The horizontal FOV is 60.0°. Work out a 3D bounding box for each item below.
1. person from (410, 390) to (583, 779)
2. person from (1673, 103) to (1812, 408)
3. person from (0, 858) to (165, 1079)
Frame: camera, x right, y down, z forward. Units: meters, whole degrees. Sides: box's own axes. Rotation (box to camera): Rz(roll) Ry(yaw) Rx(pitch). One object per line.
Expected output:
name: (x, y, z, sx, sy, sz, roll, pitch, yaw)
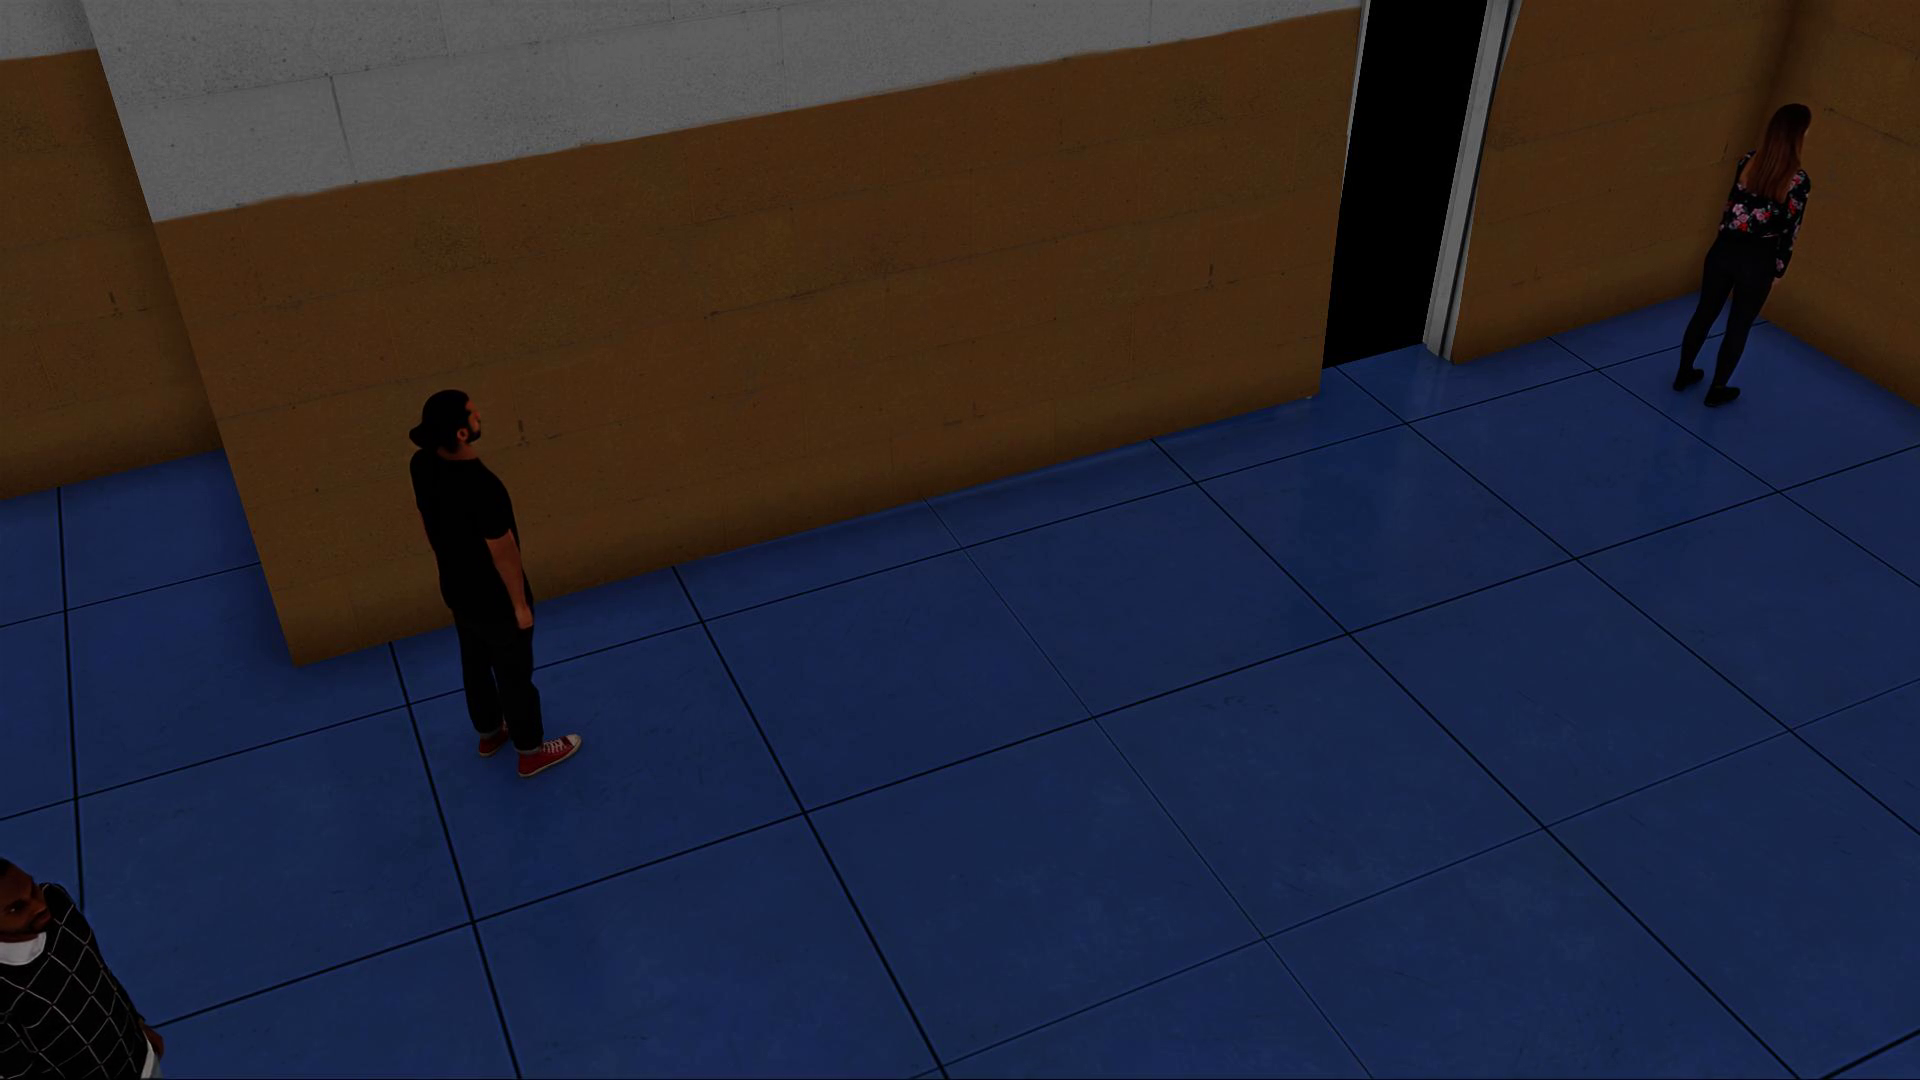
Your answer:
person: (-1.860, 0.185, 6.488, 0.660, 1.758, 0.770, 23, 43, 28)
person: (4.145, -1.499, 8.793, 0.667, 1.684, 0.519, -25, 44, -29)
person: (-2.445, 1.520, 4.657, 0.808, 1.821, 0.657, 1, 37, 1)
